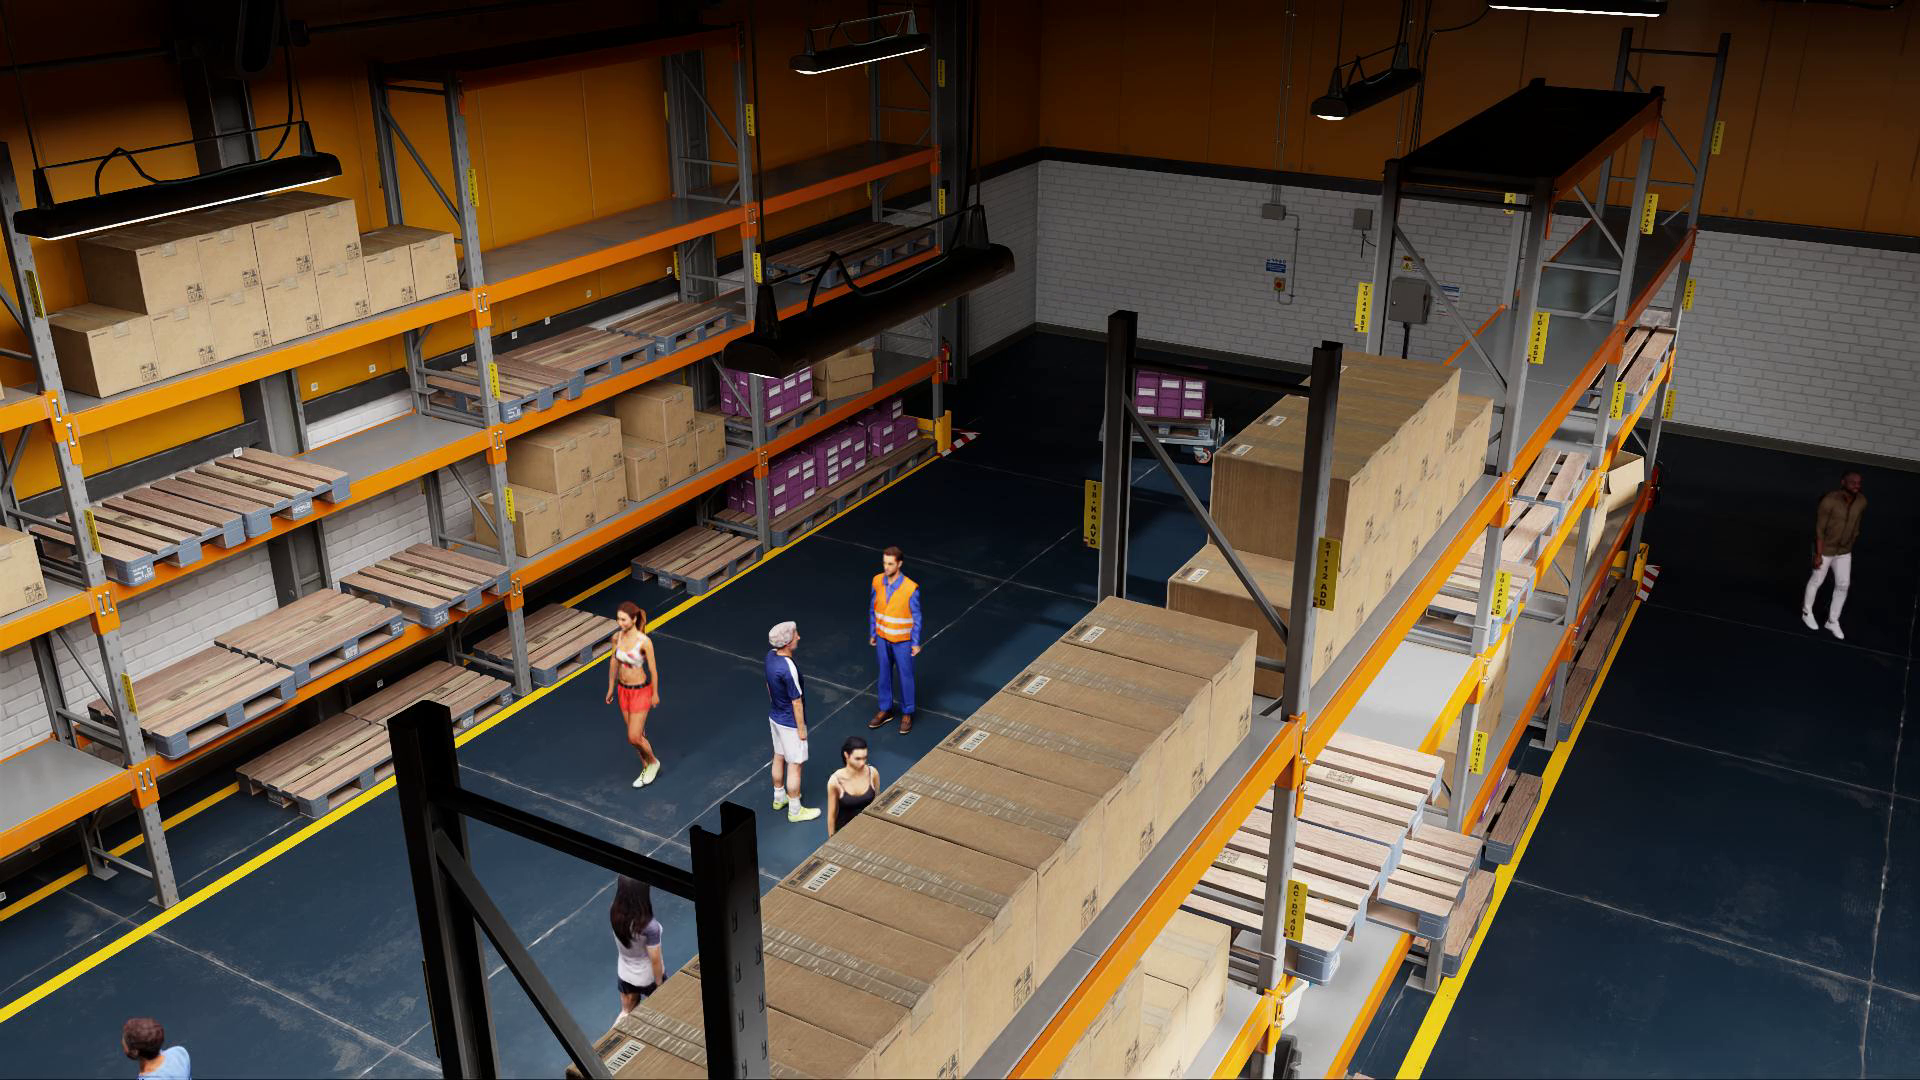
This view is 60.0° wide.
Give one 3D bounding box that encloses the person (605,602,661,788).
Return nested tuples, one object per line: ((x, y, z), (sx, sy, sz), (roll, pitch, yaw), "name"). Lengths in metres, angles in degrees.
((-2.809, 1.329, 14.636), (0.577, 1.779, 0.604), (14, 27, 28), "person")

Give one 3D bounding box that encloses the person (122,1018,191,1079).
((-4.454, 3.503, 9.527), (0.926, 1.889, 0.927), (1, 24, 1), "person")

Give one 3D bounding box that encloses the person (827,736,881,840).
((-0.824, 2.214, 12.699), (0.667, 1.709, 0.740), (-10, 26, -22), "person")

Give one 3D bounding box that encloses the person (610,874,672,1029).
((-2.187, 2.924, 11.105), (0.601, 1.684, 0.969), (15, 28, 30), "person")

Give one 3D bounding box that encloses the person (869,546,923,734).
((-0.605, 0.908, 15.493), (0.701, 1.864, 0.629), (10, 26, 22), "person")

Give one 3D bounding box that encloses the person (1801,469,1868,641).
((9.102, 0.082, 17.458), (0.922, 1.804, 0.978), (0, 24, -1), "person")

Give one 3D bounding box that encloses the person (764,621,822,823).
((-1.465, 1.519, 14.127), (0.708, 1.839, 0.717), (-15, 28, -31), "person")
